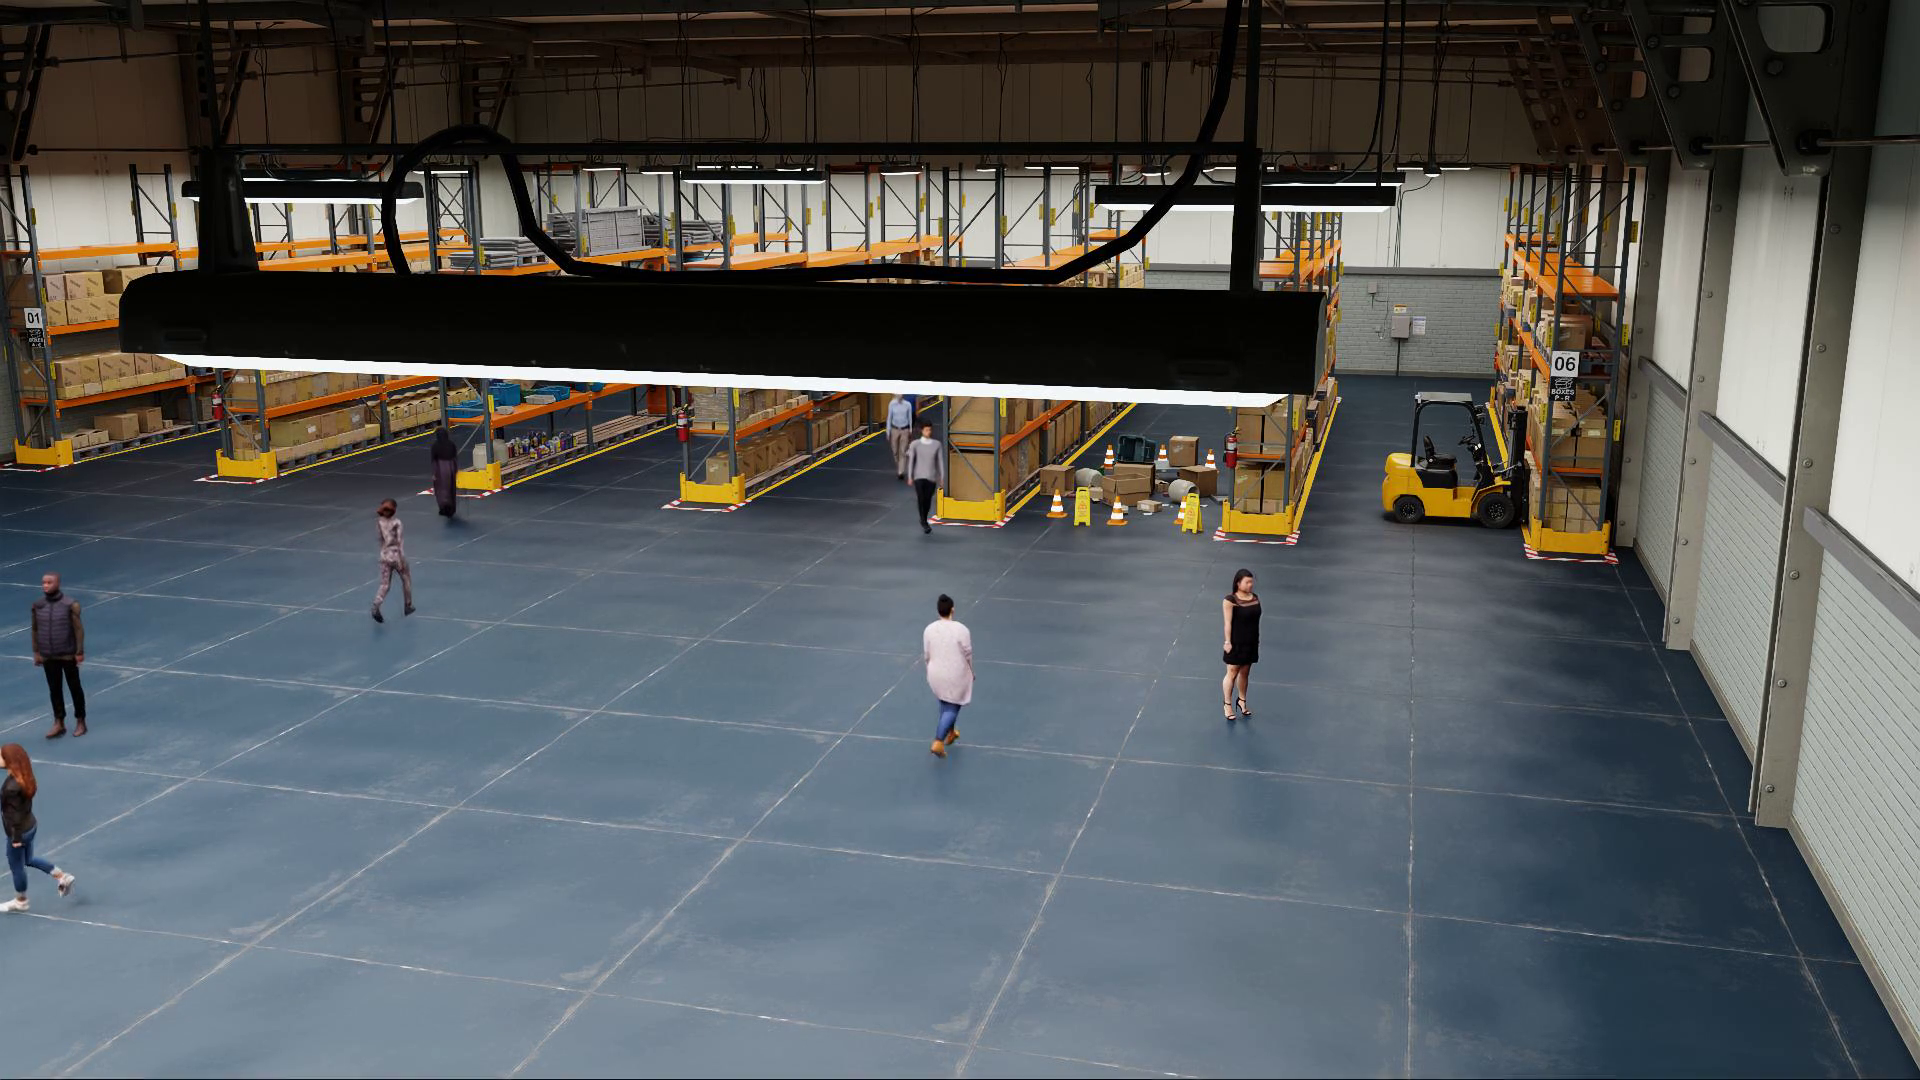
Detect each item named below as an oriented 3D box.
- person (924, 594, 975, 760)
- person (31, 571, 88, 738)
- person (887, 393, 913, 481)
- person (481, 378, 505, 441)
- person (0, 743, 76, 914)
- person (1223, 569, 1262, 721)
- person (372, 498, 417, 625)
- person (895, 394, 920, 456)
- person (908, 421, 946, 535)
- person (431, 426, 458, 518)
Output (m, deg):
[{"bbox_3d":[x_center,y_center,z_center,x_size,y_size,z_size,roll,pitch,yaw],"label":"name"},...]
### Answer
[{"bbox_3d":[-0.152,1.446,17.408,0.856,1.709,1.170,7,15,29],"label":"person"},{"bbox_3d":[-9.764,1.231,18.056,0.757,1.836,0.692,-1,13,-3],"label":"person"},{"bbox_3d":[-1.167,-2.096,32.454,0.838,1.821,1.269,1,13,3],"label":"person"},{"bbox_3d":[-10.043,-2.886,35.754,0.707,1.872,0.616,1,13,2],"label":"person"},{"bbox_3d":[-7.744,2.394,13.847,0.844,1.469,0.860,-3,13,-14],"label":"person"},{"bbox_3d":[3.140,1.155,18.647,0.739,1.718,0.813,-9,16,-34],"label":"person"},{"bbox_3d":[-7.691,0.309,22.388,0.590,1.678,1.152,4,14,15],"label":"person"},{"bbox_3d":[-1.084,-2.712,35.054,0.650,1.849,0.745,4,14,17],"label":"person"},{"bbox_3d":[-0.601,-1.039,27.803,1.176,1.861,1.353,-4,14,-18],"label":"person"},{"bbox_3d":[-8.960,-1.173,28.947,0.865,1.607,0.940,-6,15,-26],"label":"person"}]
